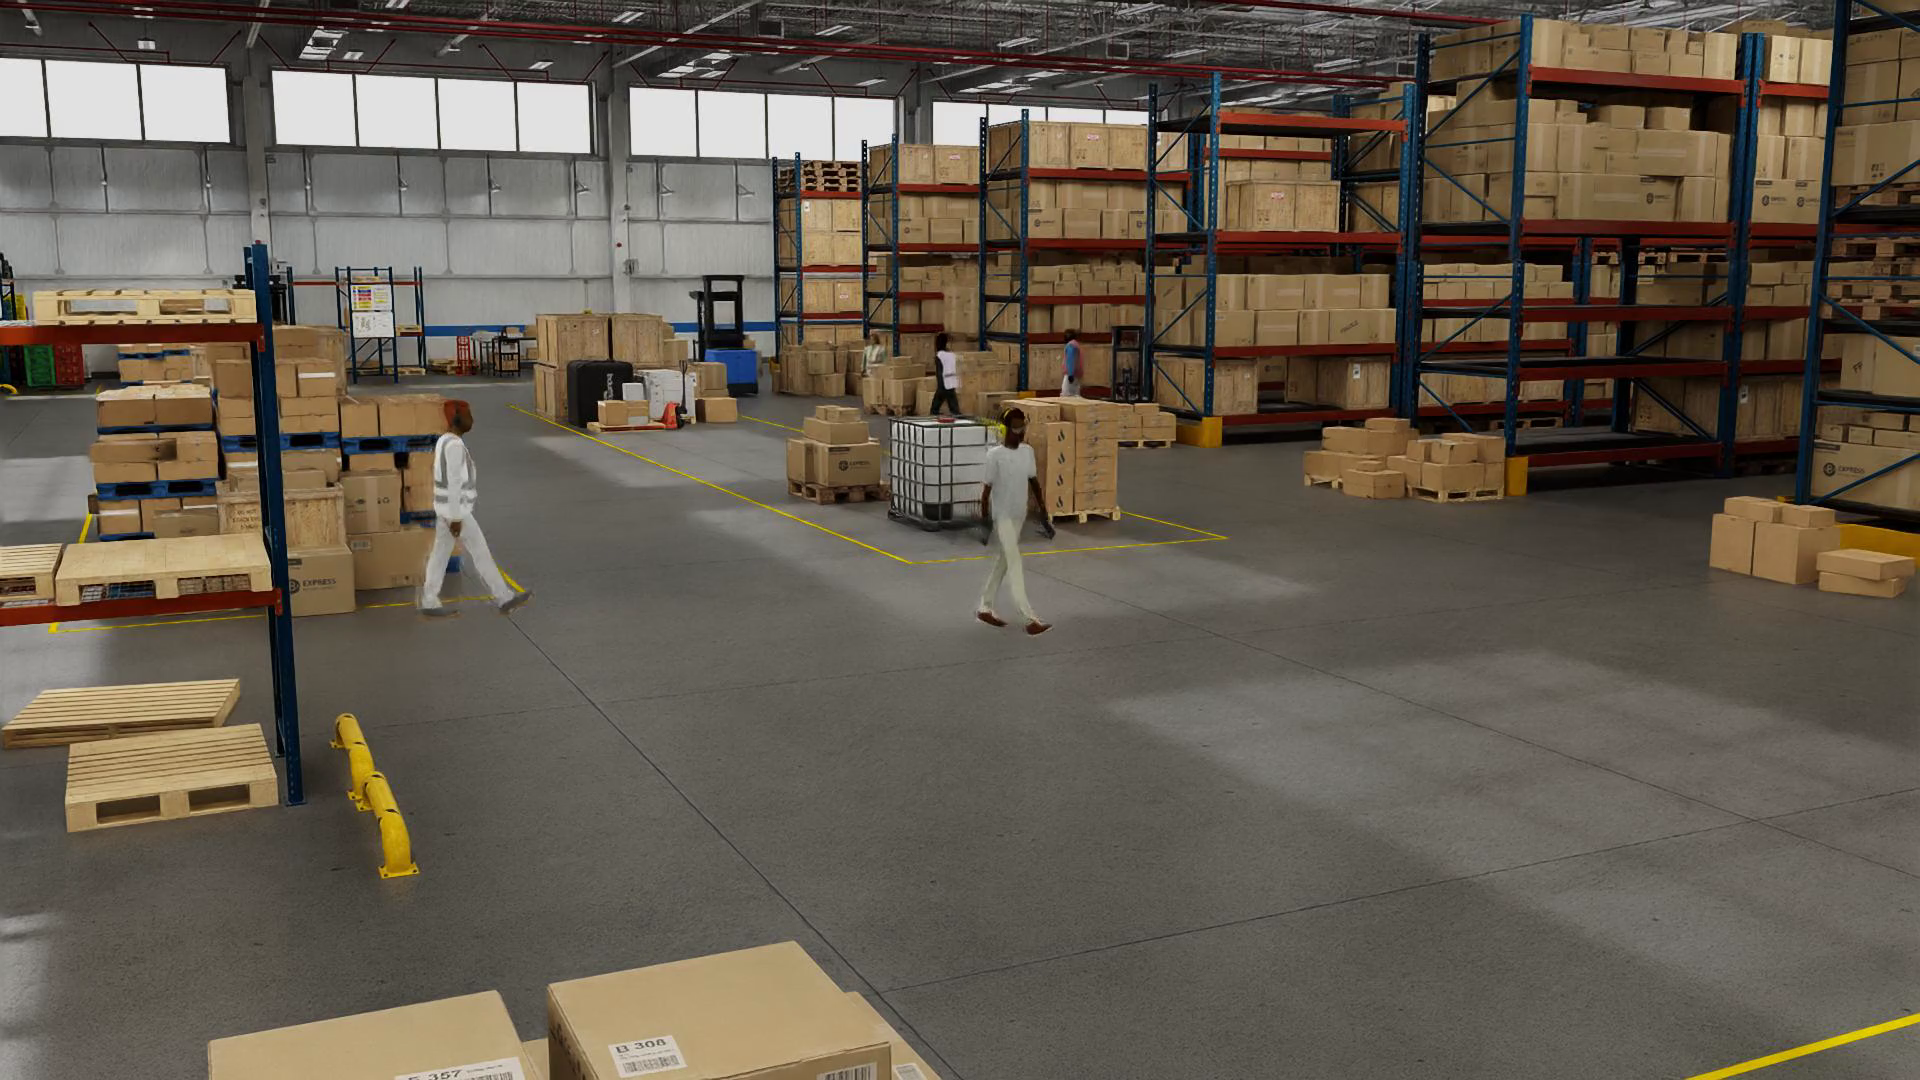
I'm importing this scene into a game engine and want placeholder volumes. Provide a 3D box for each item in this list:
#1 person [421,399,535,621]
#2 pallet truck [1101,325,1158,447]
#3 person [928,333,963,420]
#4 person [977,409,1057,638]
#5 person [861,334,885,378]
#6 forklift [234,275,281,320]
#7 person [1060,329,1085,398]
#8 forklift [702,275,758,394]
[{"bbox_3d":[-4.079,-0.248,13.851,0.951,1.832,0.606,-5,10,-27],"label":"person"},{"bbox_3d":[2.881,-2.596,27.923,0.823,1.965,1.885,-1,9,-7],"label":"pallet truck"},{"bbox_3d":[-0.296,-2.541,27.999,1.010,1.860,0.622,5,11,31],"label":"person"},{"bbox_3d":[0.448,-0.146,13.305,0.992,1.816,0.537,9,13,44],"label":"person"},{"bbox_3d":[-1.794,-3.569,35.187,0.517,1.613,0.809,5,10,27],"label":"person"},{"bbox_3d":[-15.632,-4.532,37.205,1.129,2.768,1.873,-4,10,-25],"label":"forklift"},{"bbox_3d":[2.086,-3.172,32.130,0.740,1.799,0.713,3,10,18],"label":"person"},{"bbox_3d":[-5.556,-4.858,39.226,1.129,2.768,1.873,-4,10,-25],"label":"forklift"}]
